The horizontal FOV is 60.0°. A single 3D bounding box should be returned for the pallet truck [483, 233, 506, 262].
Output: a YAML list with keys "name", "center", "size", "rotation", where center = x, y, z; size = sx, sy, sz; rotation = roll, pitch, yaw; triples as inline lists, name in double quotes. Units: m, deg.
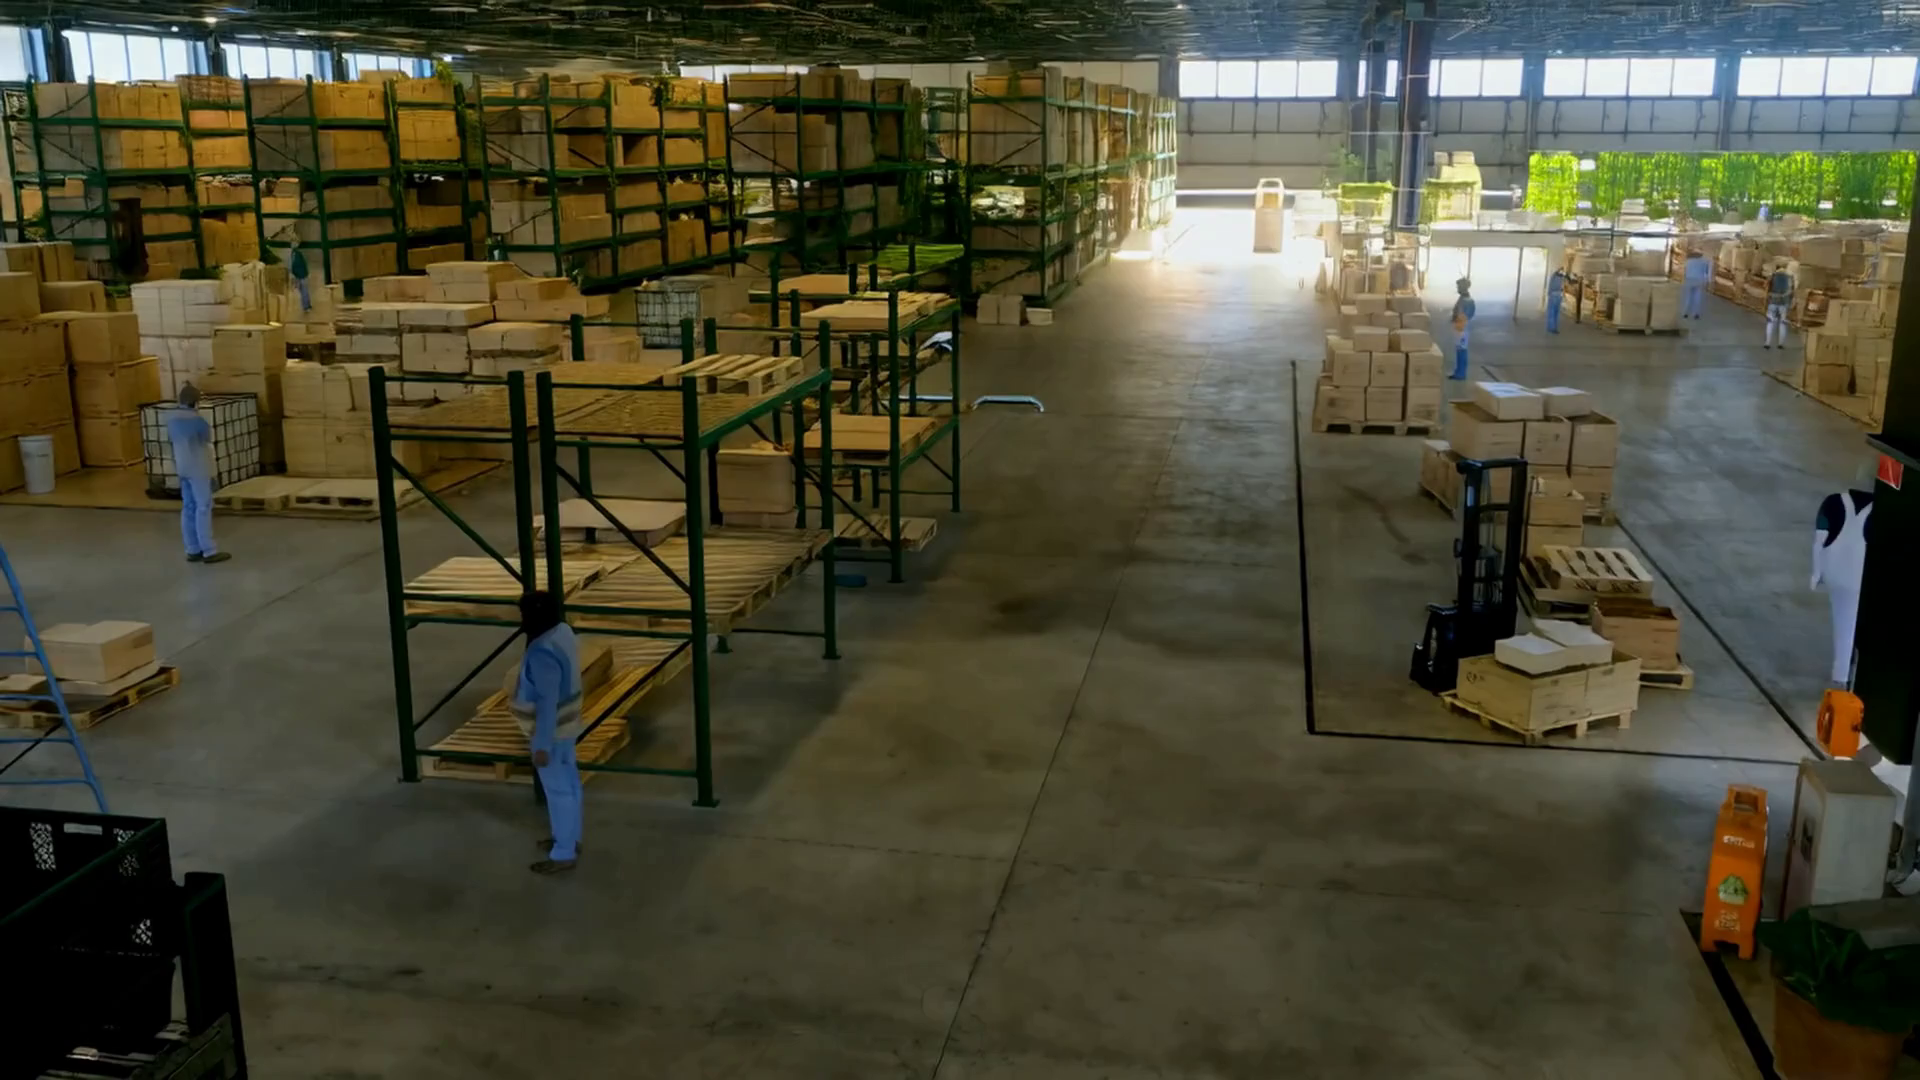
- name: "pallet truck"
  center: [-11.832, -7.026, 43.548]
  size: [1.885, 1.965, 0.823]
  rotation: [8, 16, 28]

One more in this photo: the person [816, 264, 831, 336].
- name: "person"
  center: [-3.062, -5.318, 37.265]
  size: [0.386, 1.686, 0.615]
  rotation: [-3, 14, -11]

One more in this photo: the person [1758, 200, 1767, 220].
- name: "person"
  center: [33.526, -13.340, 69.671]
  size: [0.558, 1.753, 0.538]
  rotation: [3, 14, 11]

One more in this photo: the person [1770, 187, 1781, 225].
- name: "person"
  center: [40.640, -16.710, 82.888]
  size: [0.393, 1.985, 0.611]
  rotation: [5, 15, 20]

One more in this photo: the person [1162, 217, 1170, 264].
- name: "person"
  center: [7.288, -10.579, 58.717]
  size: [0.281, 1.634, 0.500]
  rotation: [0, 14, 0]

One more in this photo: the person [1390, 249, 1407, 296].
- name: "person"
  center: [10.812, -6.279, 40.988]
  size: [0.329, 1.767, 0.528]
  rotation: [-7, 16, -27]

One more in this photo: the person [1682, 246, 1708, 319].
- name: "person"
  center: [18.227, -6.371, 41.267]
  size: [0.597, 1.812, 0.714]
  rotation: [3, 14, 11]

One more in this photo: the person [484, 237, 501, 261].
- name: "person"
  center: [-14.154, -8.637, 50.438]
  size: [0.619, 1.836, 0.430]
  rotation: [-13, 19, -43]

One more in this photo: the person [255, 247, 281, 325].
- name: "person"
  center: [-16.460, -6.031, 39.670]
  size: [0.599, 1.917, 0.377]
  rotation: [-3, 14, -14]

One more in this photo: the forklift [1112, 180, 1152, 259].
- name: "forklift"
  center: [6.082, -11.722, 60.796]
  size: [1.873, 2.768, 1.129]
  rotation: [2, 14, 9]

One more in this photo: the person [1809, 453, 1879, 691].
- name: "person"
  center: [7.624, 0.230, 13.996]
  size: [0.989, 2.000, 0.708]
  rotation: [-11, 18, -38]

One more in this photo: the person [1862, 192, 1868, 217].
- name: "person"
  center: [43.047, -15.709, 79.152]
  size: [0.525, 1.831, 0.565]
  rotation: [4, 14, 17]

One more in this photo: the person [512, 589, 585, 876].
- name: "person"
  center: [-2.586, 1.200, 10.479]
  size: [0.430, 1.841, 0.624]
  rotation: [0, 14, -2]

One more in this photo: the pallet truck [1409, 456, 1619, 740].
- name: "pallet truck"
  center: [4.504, 0.400, 13.395]
  size: [0.823, 1.965, 1.885]
  rotation: [-6, 15, -23]

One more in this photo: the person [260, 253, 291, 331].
- name: "person"
  center: [-15.417, -5.510, 37.536]
  size: [0.630, 1.931, 0.366]
  rotation: [-10, 17, -35]

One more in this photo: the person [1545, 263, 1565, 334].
- name: "person"
  center: [13.771, -5.581, 38.421]
  size: [0.314, 1.636, 0.517]
  rotation: [-3, 14, -11]

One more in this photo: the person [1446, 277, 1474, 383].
- name: "person"
  center: [9.339, -3.910, 30.959]
  size: [0.367, 1.966, 0.607]
  rotation: [0, 14, 0]

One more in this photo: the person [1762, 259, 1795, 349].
- name: "person"
  center: [17.631, -5.081, 35.810]
  size: [0.541, 1.928, 0.397]
  rotation: [4, 15, 18]

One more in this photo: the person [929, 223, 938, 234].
- name: "person"
  center: [-0.918, -9.535, 54.436]
  size: [0.536, 1.656, 0.850]
  rotation: [2, 14, 10]

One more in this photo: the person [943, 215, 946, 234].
- name: "person"
  center: [-0.443, -11.040, 60.617]
  size: [0.448, 1.618, 0.525]
  rotation: [4, 14, 17]

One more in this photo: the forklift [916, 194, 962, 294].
- name: "forklift"
  center: [-0.645, -8.491, 47.678]
  size: [1.129, 2.768, 1.873]
  rotation: [3, 14, 10]

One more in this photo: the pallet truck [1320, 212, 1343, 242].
- name: "pallet truck"
  center: [15.874, -13.227, 70.310]
  size: [0.680, 1.201, 1.601]
  rotation: [10, 17, 35]

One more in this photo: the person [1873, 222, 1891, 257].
- name: "person"
  center: [27.860, -8.629, 50.218]
  size: [0.554, 1.921, 0.723]
  rotation: [6, 15, 25]

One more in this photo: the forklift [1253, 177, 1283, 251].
- name: "forklift"
  center: [12.083, -12.747, 64.956]
  size: [1.129, 2.768, 1.873]
  rotation: [3, 14, 10]

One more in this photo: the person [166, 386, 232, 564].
- name: "person"
  center: [-8.280, -0.707, 18.023]
  size: [0.628, 1.935, 0.373]
  rotation: [8, 16, 30]

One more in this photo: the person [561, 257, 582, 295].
- name: "person"
  center: [-9.405, -6.037, 40.287]
  size: [0.523, 1.631, 0.316]
  rotation: [0, 14, 1]

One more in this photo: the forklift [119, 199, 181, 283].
- name: "forklift"
  center: [-22.037, -7.706, 44.490]
  size: [1.873, 2.768, 1.129]
  rotation: [-11, 17, -37]

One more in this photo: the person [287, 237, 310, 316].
- name: "person"
  center: [-16.807, -6.690, 42.235]
  size: [0.421, 1.982, 0.624]
  rotation: [-6, 15, -24]

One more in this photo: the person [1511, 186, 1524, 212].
- name: "person"
  center: [28.788, -17.349, 85.844]
  size: [0.597, 1.815, 0.427]
  rotation: [-1, 14, -5]
